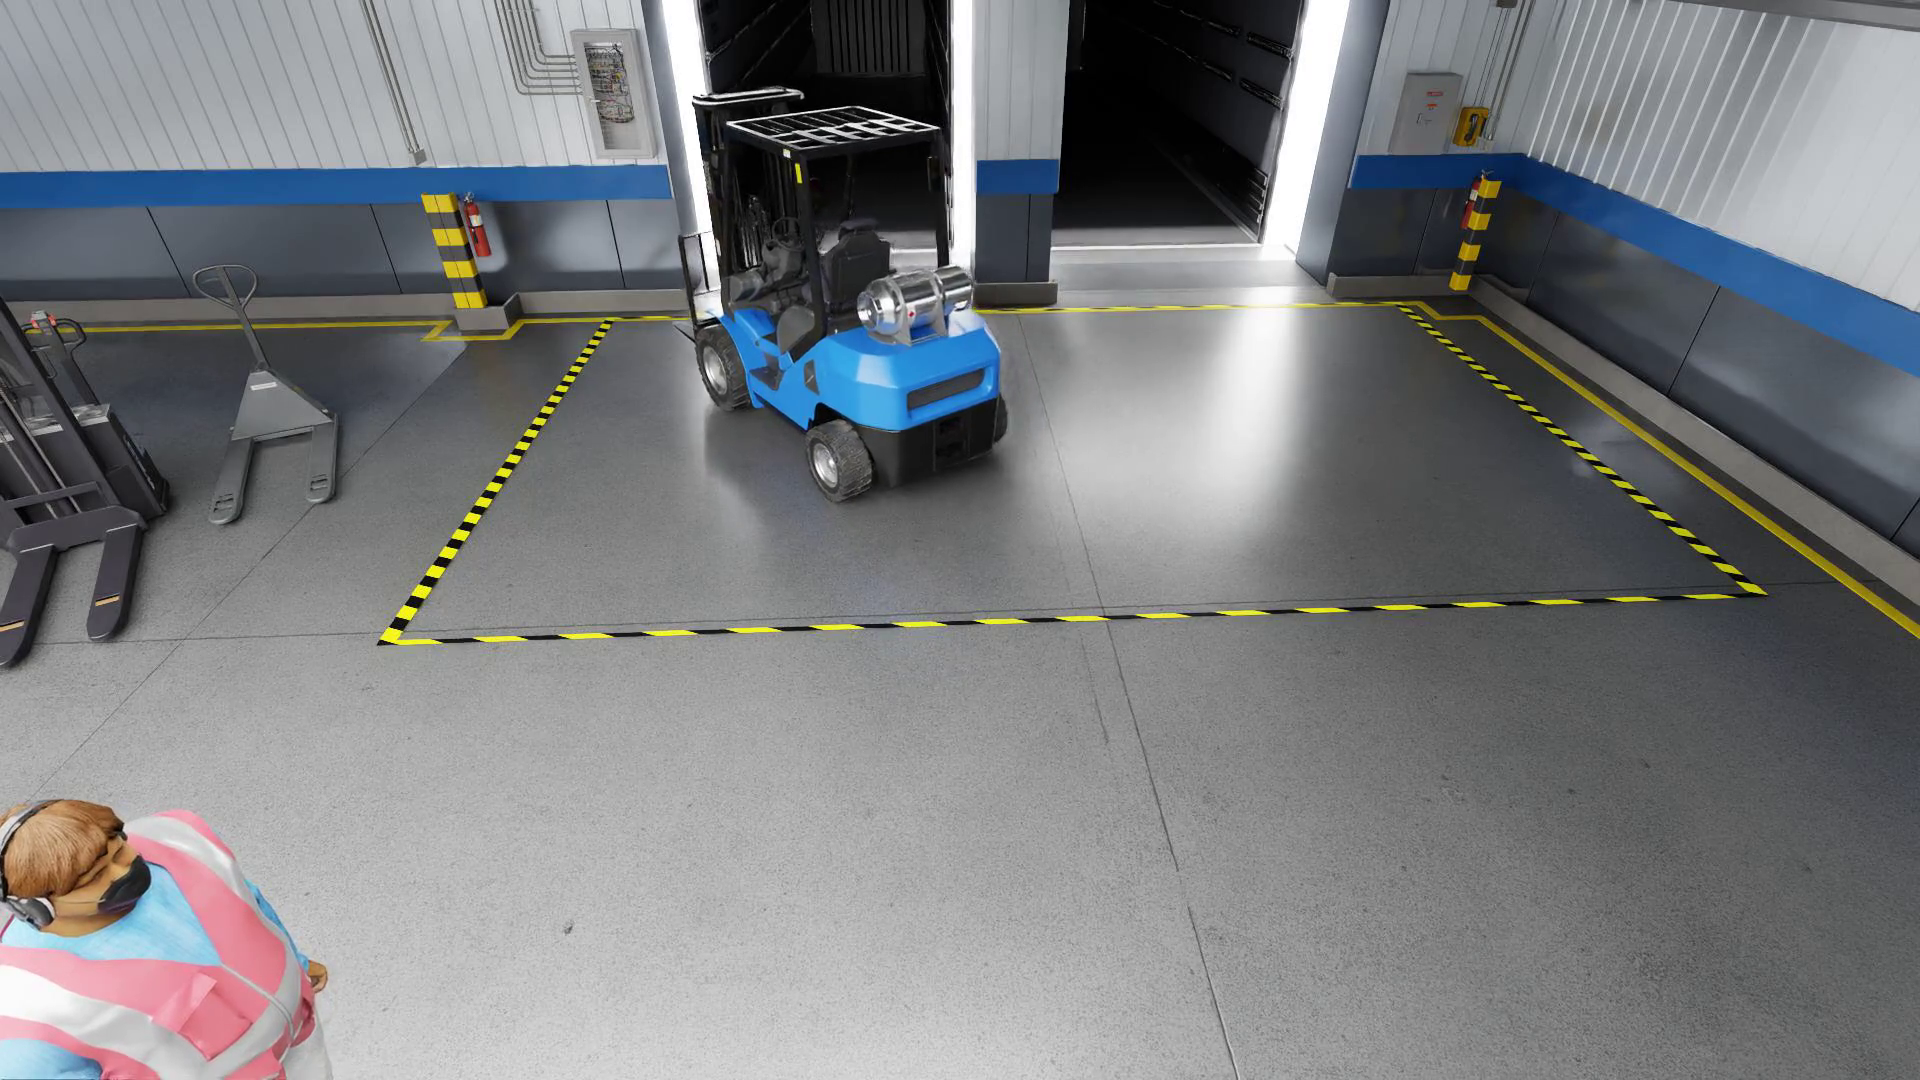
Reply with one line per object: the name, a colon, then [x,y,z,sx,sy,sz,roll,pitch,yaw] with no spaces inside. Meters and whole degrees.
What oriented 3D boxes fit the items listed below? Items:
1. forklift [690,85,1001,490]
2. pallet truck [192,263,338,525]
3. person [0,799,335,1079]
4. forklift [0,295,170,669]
forklift: [-0.875,-1.840,6.320,1.157,2.036,2.680,-24,41,-30]
pallet truck: [-4.778,-1.027,6.128,0.680,1.201,1.601,-17,38,-23]
person: [-1.807,1.285,2.280,0.431,1.842,0.622,-1,35,-1]
forklift: [-5.212,-0.618,4.878,0.823,1.965,1.885,-20,39,-26]
